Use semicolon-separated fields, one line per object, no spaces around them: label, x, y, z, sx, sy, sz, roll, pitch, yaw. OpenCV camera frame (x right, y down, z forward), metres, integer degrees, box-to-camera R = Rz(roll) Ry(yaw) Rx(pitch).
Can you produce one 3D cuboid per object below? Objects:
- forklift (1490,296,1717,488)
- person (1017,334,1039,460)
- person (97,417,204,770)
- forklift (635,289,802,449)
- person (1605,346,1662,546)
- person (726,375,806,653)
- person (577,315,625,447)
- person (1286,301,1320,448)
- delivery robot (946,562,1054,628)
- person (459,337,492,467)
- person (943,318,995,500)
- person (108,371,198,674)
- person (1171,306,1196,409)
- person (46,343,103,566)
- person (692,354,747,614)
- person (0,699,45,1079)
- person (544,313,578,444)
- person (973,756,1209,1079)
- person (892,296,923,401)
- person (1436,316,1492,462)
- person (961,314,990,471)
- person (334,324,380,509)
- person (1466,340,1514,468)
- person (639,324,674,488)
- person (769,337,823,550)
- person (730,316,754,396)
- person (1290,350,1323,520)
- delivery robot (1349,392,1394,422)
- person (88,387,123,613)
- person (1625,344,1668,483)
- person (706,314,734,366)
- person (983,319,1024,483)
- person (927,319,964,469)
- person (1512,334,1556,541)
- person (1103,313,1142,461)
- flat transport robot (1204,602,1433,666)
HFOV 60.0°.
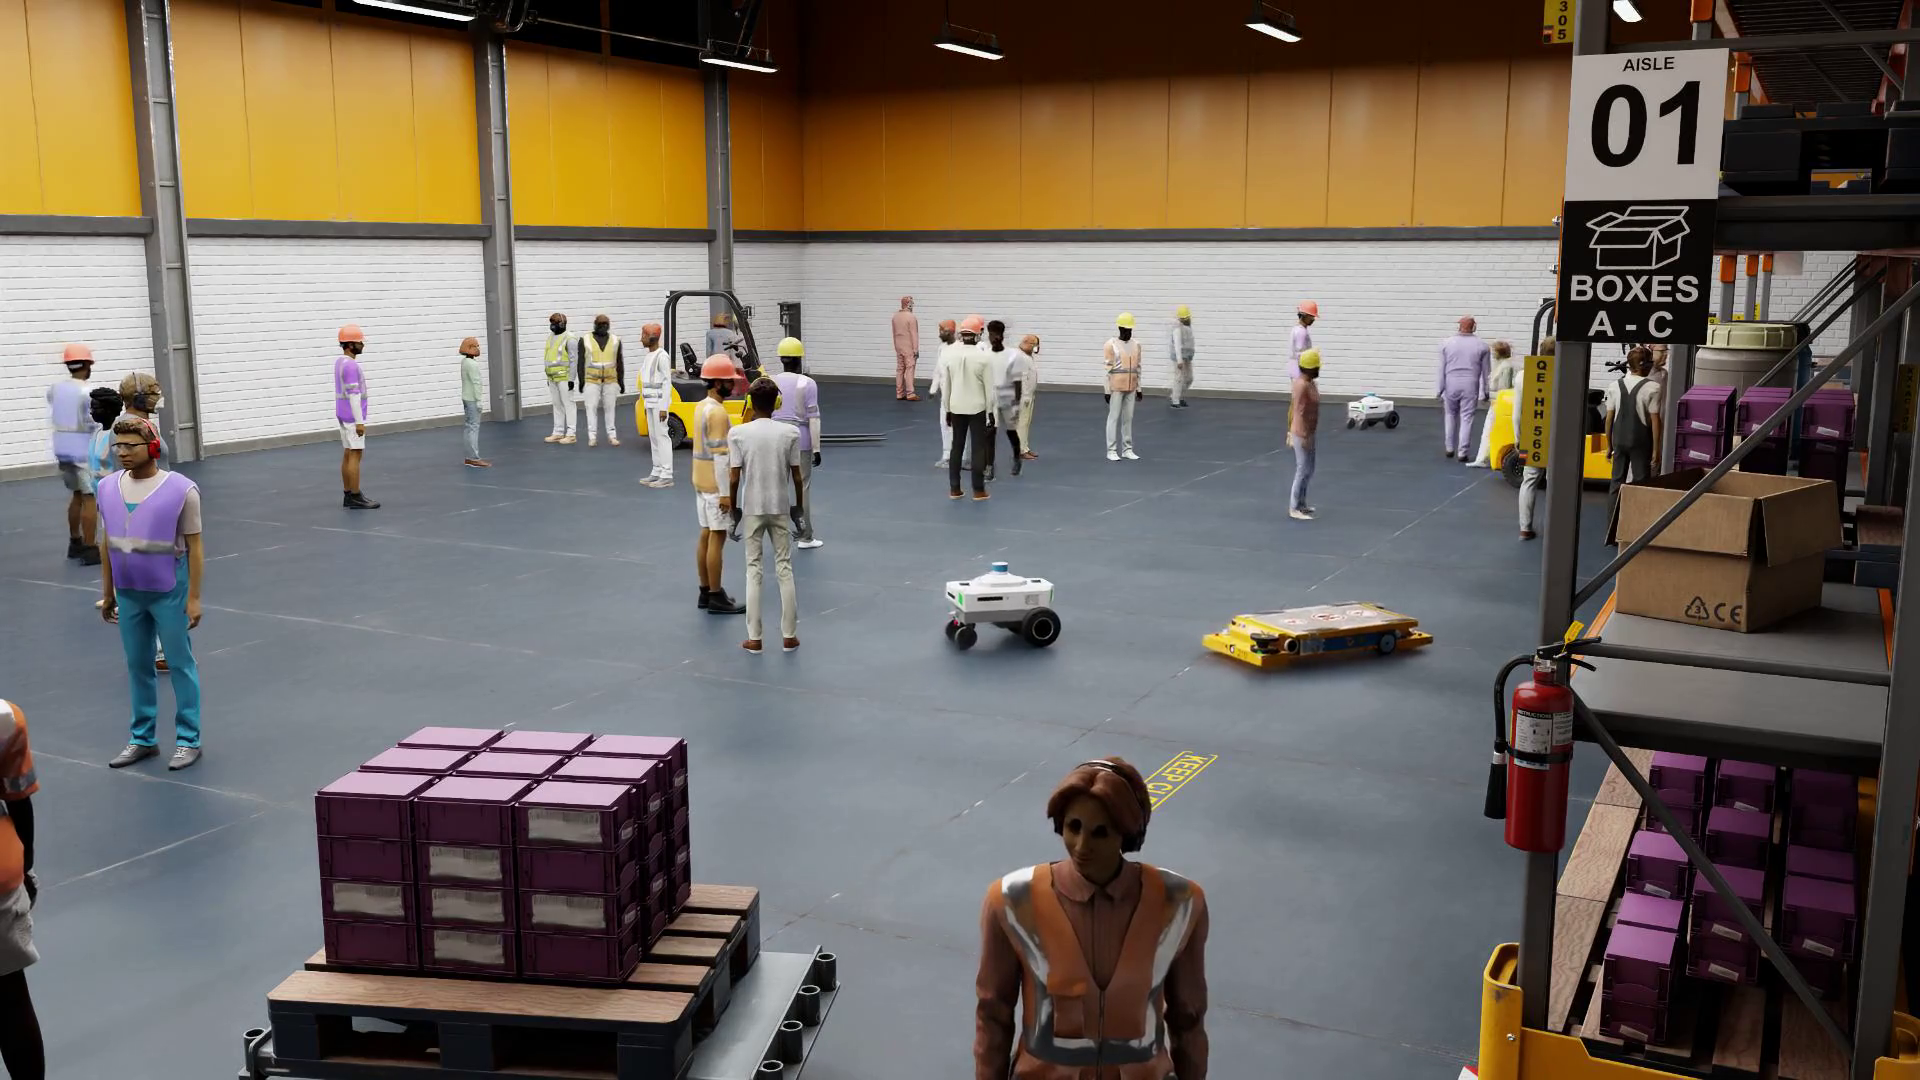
forklift;7.296;-1.677;18.993;2.313;2.155;1.214;5;11;27
person;0.894;-1.873;21.748;0.280;1.633;0.498;2;10;12
person;-4.210;0.276;8.692;0.563;1.847;0.389;2;10;9
forklift;-3.358;-2.392;23.136;2.313;2.155;1.214;-1;10;-5
person;6.132;-0.838;15.161;0.351;1.842;0.507;-9;13;-41
person;-1.307;-0.165;11.201;0.534;1.863;0.310;-2;10;-12
person;-4.985;-2.211;23.148;0.662;1.827;0.454;-4;11;-22
person;4.737;-2.282;22.970;0.406;2.030;0.611;1;10;6
delivery robot;0.272;0.396;11.443;0.707;0.478;0.477;-2;9;-16
person;-6.139;-1.742;20.982;0.283;1.636;0.500;-6;12;-32
person;0.108;-1.424;18.161;0.615;1.985;0.405;5;11;26
person;-5.204;-0.108;10.655;0.373;1.940;0.629;-8;13;-39
person;3.818;-3.122;28.536;0.451;1.790;0.615;6;11;30
person;-7.620;-0.738;14.417;0.596;1.908;0.566;2;10;12
person;-1.806;-0.417;12.442;0.375;1.938;0.548;-4;11;-22
person;-2.938;1.020;4.820;0.318;1.695;0.539;8;12;38
person;-5.653;-2.283;23.527;0.622;1.845;0.429;8;13;41
person;0.285;1.258;3.618;0.515;1.636;0.314;-1;10;-4
person;-0.948;-3.474;30.232;0.407;1.908;0.641;-8;13;-39
person;6.576;-1.979;21.679;0.680;1.865;0.916;4;11;21
person;0.196;-1.825;20.584;0.355;1.942;0.543;2;10;11
person;-6.373;-1.294;17.515;0.361;1.940;0.543;-6;12;-32
person;6.768;-1.677;20.672;0.782;1.608;0.541;0;10;1
person;-3.495;-1.543;19.126;0.339;1.879;0.584;-6;11;-29
person;-1.525;-0.873;15.108;0.586;1.930;0.357;4;11;22
person;-3.508;-2.728;26.377;0.701;1.744;0.529;-7;12;-37
person;3.525;-1.068;16.837;0.340;1.722;0.717;4;11;24
delivery robot;6.288;-2.015;25.424;0.707;0.478;0.477;-6;12;-32
person;-6.326;-0.298;12.450;0.540;1.696;0.316;8;13;40
person;6.609;-1.007;15.950;0.643;1.908;0.399;-8;13;-39
person;-4.176;-3.133;29.042;0.509;1.632;0.267;-1;10;-4
person;0.509;-1.662;19.732;0.595;1.926;0.955;3;10;19
person;-0.120;-1.828;20.827;0.438;1.868;0.656;-5;11;-27
person;5.453;-0.939;15.464;0.635;1.936;0.355;8;13;40
person;2.122;-1.980;21.551;0.580;1.918;0.390;-6;12;-33
flat transport robot;2.430;0.622;11.247;1.431;0.197;0.652;-5;11;-26
